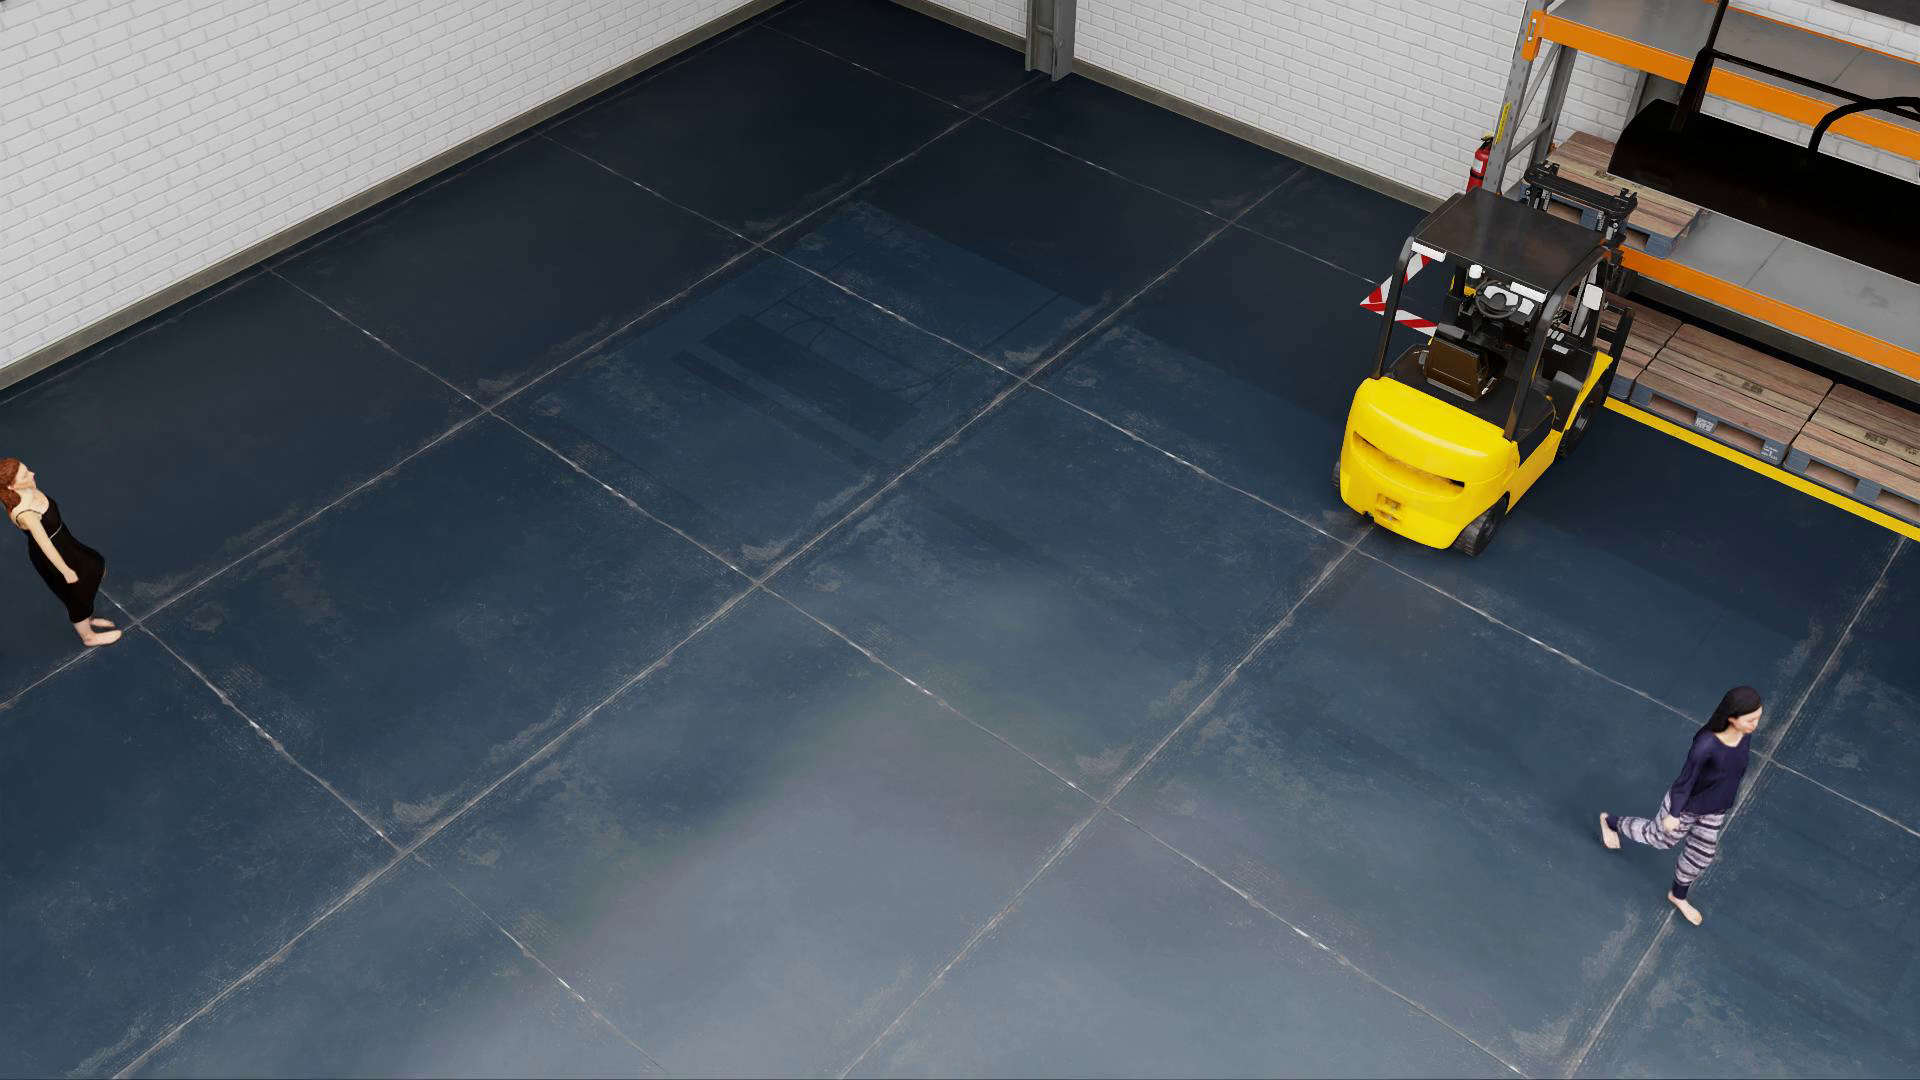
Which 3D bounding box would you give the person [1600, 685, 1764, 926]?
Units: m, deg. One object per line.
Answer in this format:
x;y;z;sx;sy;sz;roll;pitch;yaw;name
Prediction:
4.052;1.381;9.289;0.827;1.710;1.091;-22;48;-21;person

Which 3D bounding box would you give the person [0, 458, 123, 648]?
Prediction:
-5.895;0.115;10.685;0.760;1.617;0.678;-15;46;-15;person
